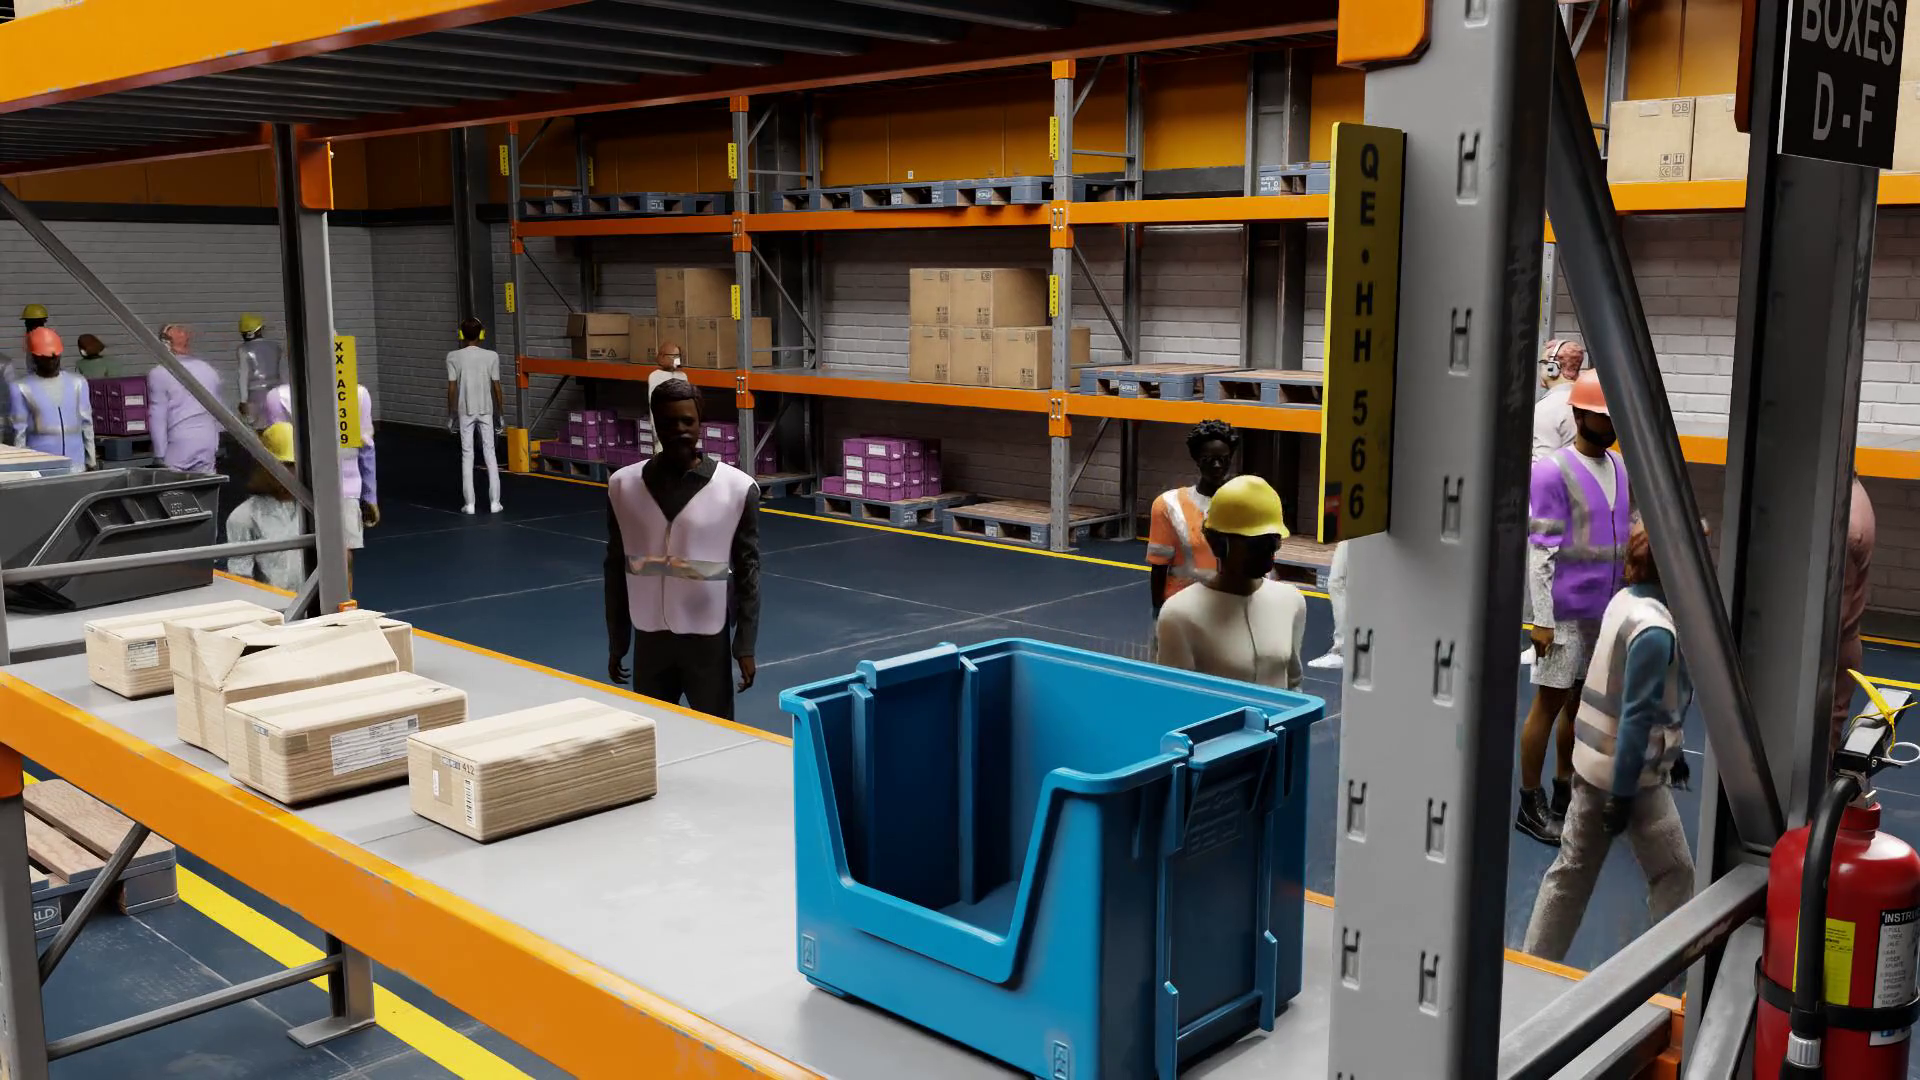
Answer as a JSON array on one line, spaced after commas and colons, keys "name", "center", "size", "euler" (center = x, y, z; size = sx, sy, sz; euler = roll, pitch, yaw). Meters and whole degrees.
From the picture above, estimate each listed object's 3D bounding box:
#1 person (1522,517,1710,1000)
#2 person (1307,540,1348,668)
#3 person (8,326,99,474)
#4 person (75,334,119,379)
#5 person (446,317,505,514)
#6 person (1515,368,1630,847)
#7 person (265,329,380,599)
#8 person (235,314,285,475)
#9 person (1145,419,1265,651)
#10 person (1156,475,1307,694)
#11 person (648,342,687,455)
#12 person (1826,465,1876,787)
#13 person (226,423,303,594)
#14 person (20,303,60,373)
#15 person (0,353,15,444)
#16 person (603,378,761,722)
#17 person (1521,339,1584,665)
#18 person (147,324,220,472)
[{"name": "person", "center": [2.082, 0.711, 4.977], "size": [0.798, 1.606, 0.527], "euler": [2, 9, 10]}, {"name": "person", "center": [2.245, -0.050, 9.600], "size": [0.368, 1.627, 0.540], "euler": [3, 10, 19]}, {"name": "person", "center": [-6.539, -0.586, 11.995], "size": [0.593, 1.913, 0.557], "euler": [8, 12, 40]}, {"name": "person", "center": [-9.470, -1.461, 18.305], "size": [0.510, 1.608, 0.440], "euler": [2, 10, 14]}, {"name": "person", "center": [-4.595, -1.177, 15.765], "size": [0.534, 1.864, 0.309], "euler": [-3, 10, -20]}, {"name": "person", "center": [2.521, 0.264, 6.719], "size": [0.551, 1.933, 0.369], "euler": [-6, 11, -34]}, {"name": "person", "center": [-3.723, -0.272, 9.740], "size": [0.606, 2.028, 0.501], "euler": [-8, 12, -40]}, {"name": "person", "center": [-7.794, -1.600, 18.519], "size": [0.512, 1.810, 0.666], "euler": [5, 10, 28]}, {"name": "person", "center": [1.044, 0.336, 7.004], "size": [0.535, 1.697, 0.318], "euler": [-1, 9, -7]}, {"name": "person", "center": [0.750, 0.657, 4.928], "size": [0.530, 1.745, 0.756], "euler": [-5, 10, -26]}, {"name": "person", "center": [-2.766, -1.072, 15.868], "size": [0.271, 1.629, 0.500], "euler": [6, 11, 35]}, {"name": "person", "center": [2.819, 0.460, 5.613], "size": [0.400, 1.905, 0.643], "euler": [5, 11, 28]}, {"name": "person", "center": [-2.767, 0.356, 6.894], "size": [0.503, 1.692, 0.921], "euler": [-9, 13, -43]}, {"name": "person", "center": [-10.319, -1.690, 18.721], "size": [0.369, 1.927, 0.588], "euler": [-3, 10, -16]}, {"name": "person", "center": [-9.730, -1.285, 16.651], "size": [0.599, 1.782, 0.906], "euler": [-2, 10, -14]}, {"name": "person", "center": [-1.027, 0.360, 6.172], "size": [0.591, 1.921, 0.390], "euler": [1, 9, 7]}, {"name": "person", "center": [3.469, -0.213, 9.722], "size": [0.639, 1.910, 0.407], "euler": [-8, 12, -41]}, {"name": "person", "center": [-5.997, -0.718, 12.878], "size": [0.458, 1.893, 0.658], "euler": [4, 10, 23]}]
